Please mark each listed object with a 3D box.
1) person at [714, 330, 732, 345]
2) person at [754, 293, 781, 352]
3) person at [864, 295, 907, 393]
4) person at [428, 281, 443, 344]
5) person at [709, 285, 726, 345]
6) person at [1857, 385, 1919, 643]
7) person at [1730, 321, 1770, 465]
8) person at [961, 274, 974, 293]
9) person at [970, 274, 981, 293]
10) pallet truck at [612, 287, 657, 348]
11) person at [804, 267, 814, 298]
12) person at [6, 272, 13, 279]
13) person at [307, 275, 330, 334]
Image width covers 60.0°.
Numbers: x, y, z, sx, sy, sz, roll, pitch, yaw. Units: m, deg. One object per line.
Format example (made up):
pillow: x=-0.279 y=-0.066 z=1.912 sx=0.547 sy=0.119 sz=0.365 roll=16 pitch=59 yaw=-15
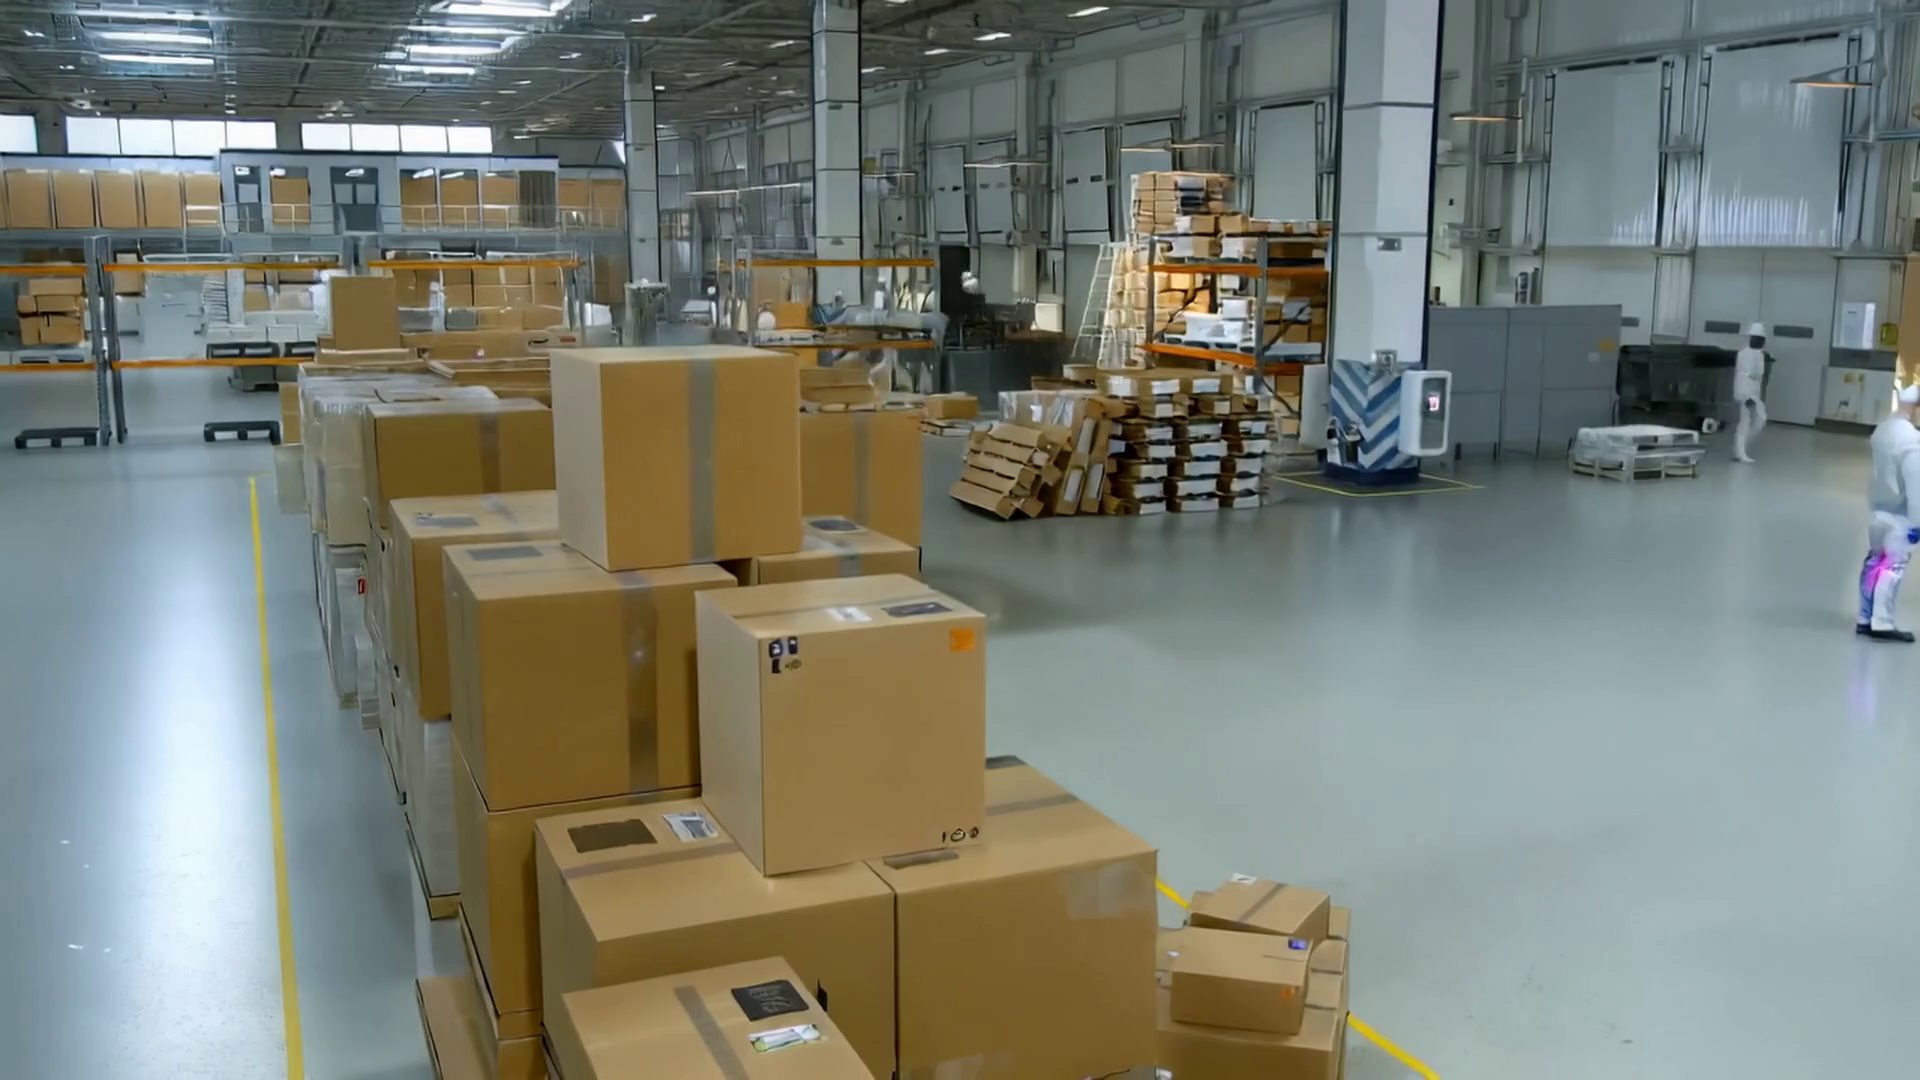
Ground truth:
person: x=-3.077 y=-1.886 z=22.098 sx=0.625 sy=1.799 sz=0.972 roll=4 pitch=11 yaw=19
person: x=-3.639 y=-3.698 z=31.380 sx=1.032 sy=2.000 sz=0.694 roll=-5 pitch=11 yaw=-25
person: x=-1.441 y=-3.770 z=32.146 sx=0.774 sy=1.912 sz=0.662 roll=-1 pitch=10 yaw=-7
person: x=-14.039 y=-6.007 z=44.578 sx=0.354 sy=1.876 sz=0.574 roll=-8 pitch=13 yaw=-38
person: x=-5.552 y=-4.835 z=37.956 sx=0.373 sy=1.928 sz=0.584 roll=3 pitch=11 yaw=16
person: x=6.969 y=-0.190 z=12.376 sx=0.387 sy=1.930 sz=0.632 roll=0 pitch=10 yaw=1
person: x=10.508 y=-1.948 z=22.093 sx=0.607 sy=1.907 sz=0.426 roll=-10 pitch=14 yaw=-43
person: x=0.103 y=-6.843 z=48.970 sx=0.963 sy=1.948 sz=0.619 roll=4 pitch=11 yaw=20
person: x=0.444 y=-7.647 z=53.632 sx=0.532 sy=1.864 sz=0.312 roll=-5 pitch=11 yaw=-25
pallet truck: x=-6.464 y=-4.406 z=35.401 sx=0.823 sy=1.965 sz=1.885 roll=6 pitch=12 yaw=32
person: x=-6.267 y=-10.667 z=70.496 sx=0.644 sy=1.810 sz=0.436 roll=2 pitch=10 yaw=10
person: x=-32.636 y=-8.329 z=57.243 sx=0.596 sy=1.918 sz=0.384 roll=-4 pitch=11 yaw=-21
person: x=-19.478 y=-7.100 z=50.579 sx=0.635 sy=1.887 sz=0.584 roll=-9 pitch=14 yaw=-41
